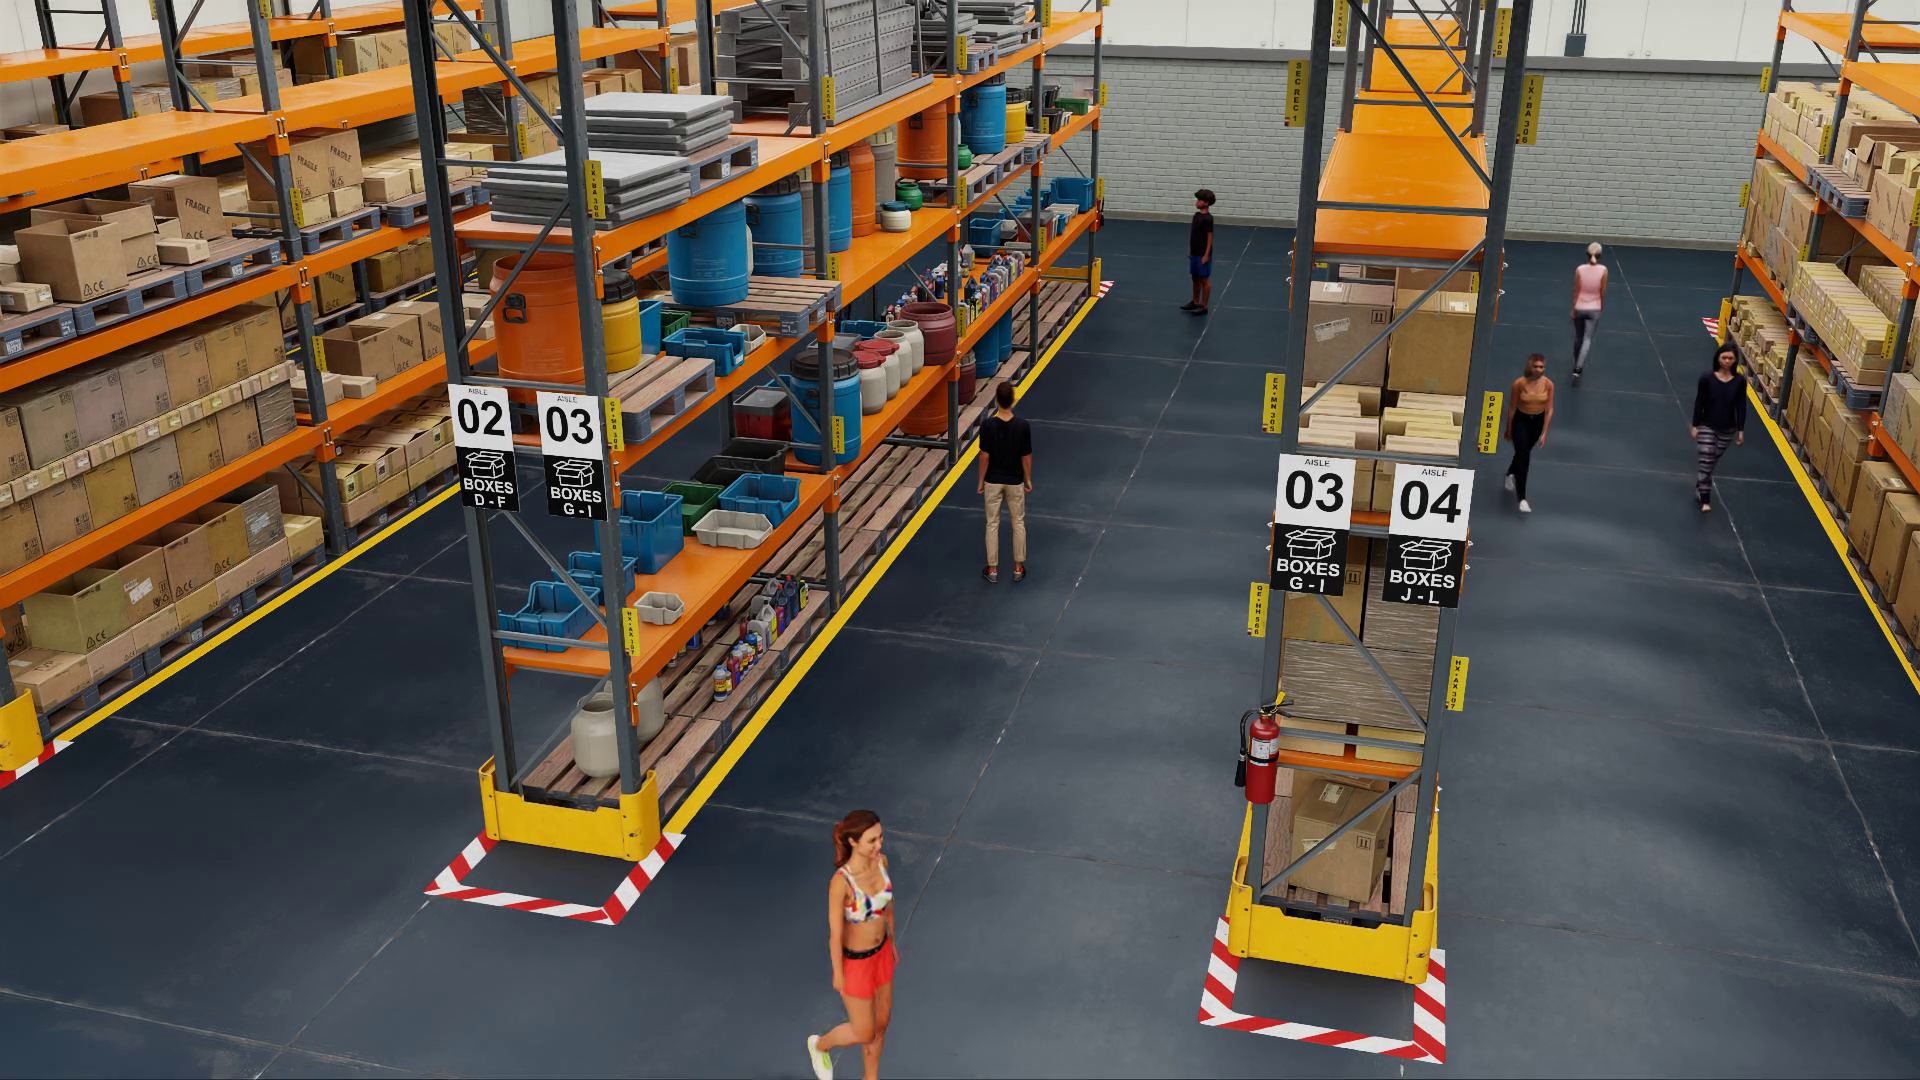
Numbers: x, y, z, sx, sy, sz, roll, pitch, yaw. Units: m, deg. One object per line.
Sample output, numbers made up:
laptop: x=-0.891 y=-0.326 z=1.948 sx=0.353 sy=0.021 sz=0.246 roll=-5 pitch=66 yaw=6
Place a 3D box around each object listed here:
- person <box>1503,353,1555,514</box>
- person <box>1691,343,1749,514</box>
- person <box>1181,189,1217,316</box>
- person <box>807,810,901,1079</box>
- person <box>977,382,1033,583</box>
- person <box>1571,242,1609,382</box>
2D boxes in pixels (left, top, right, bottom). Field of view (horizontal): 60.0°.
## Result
person: x=5.704 y=-1.124 z=16.803 sx=0.754 sy=1.574 sz=1.258 roll=1 pitch=22 yaw=4
person: x=7.587 y=-1.143 z=16.696 sx=0.637 sy=1.689 sz=1.056 roll=5 pitch=23 yaw=12
person: x=3.473 y=-4.150 z=23.901 sx=0.777 sy=1.800 sz=0.701 roll=-9 pitch=24 yaw=-21
person: x=-0.563 y=2.140 z=8.555 sx=0.802 sy=1.776 sz=0.820 roll=15 pitch=27 yaw=33
person: x=0.401 y=-0.520 z=14.952 sx=0.711 sy=1.856 sz=0.649 roll=-2 pitch=22 yaw=-5
person: x=7.840 y=-2.828 z=20.812 sx=0.770 sy=1.693 sz=1.183 roll=12 pitch=25 yaw=28
